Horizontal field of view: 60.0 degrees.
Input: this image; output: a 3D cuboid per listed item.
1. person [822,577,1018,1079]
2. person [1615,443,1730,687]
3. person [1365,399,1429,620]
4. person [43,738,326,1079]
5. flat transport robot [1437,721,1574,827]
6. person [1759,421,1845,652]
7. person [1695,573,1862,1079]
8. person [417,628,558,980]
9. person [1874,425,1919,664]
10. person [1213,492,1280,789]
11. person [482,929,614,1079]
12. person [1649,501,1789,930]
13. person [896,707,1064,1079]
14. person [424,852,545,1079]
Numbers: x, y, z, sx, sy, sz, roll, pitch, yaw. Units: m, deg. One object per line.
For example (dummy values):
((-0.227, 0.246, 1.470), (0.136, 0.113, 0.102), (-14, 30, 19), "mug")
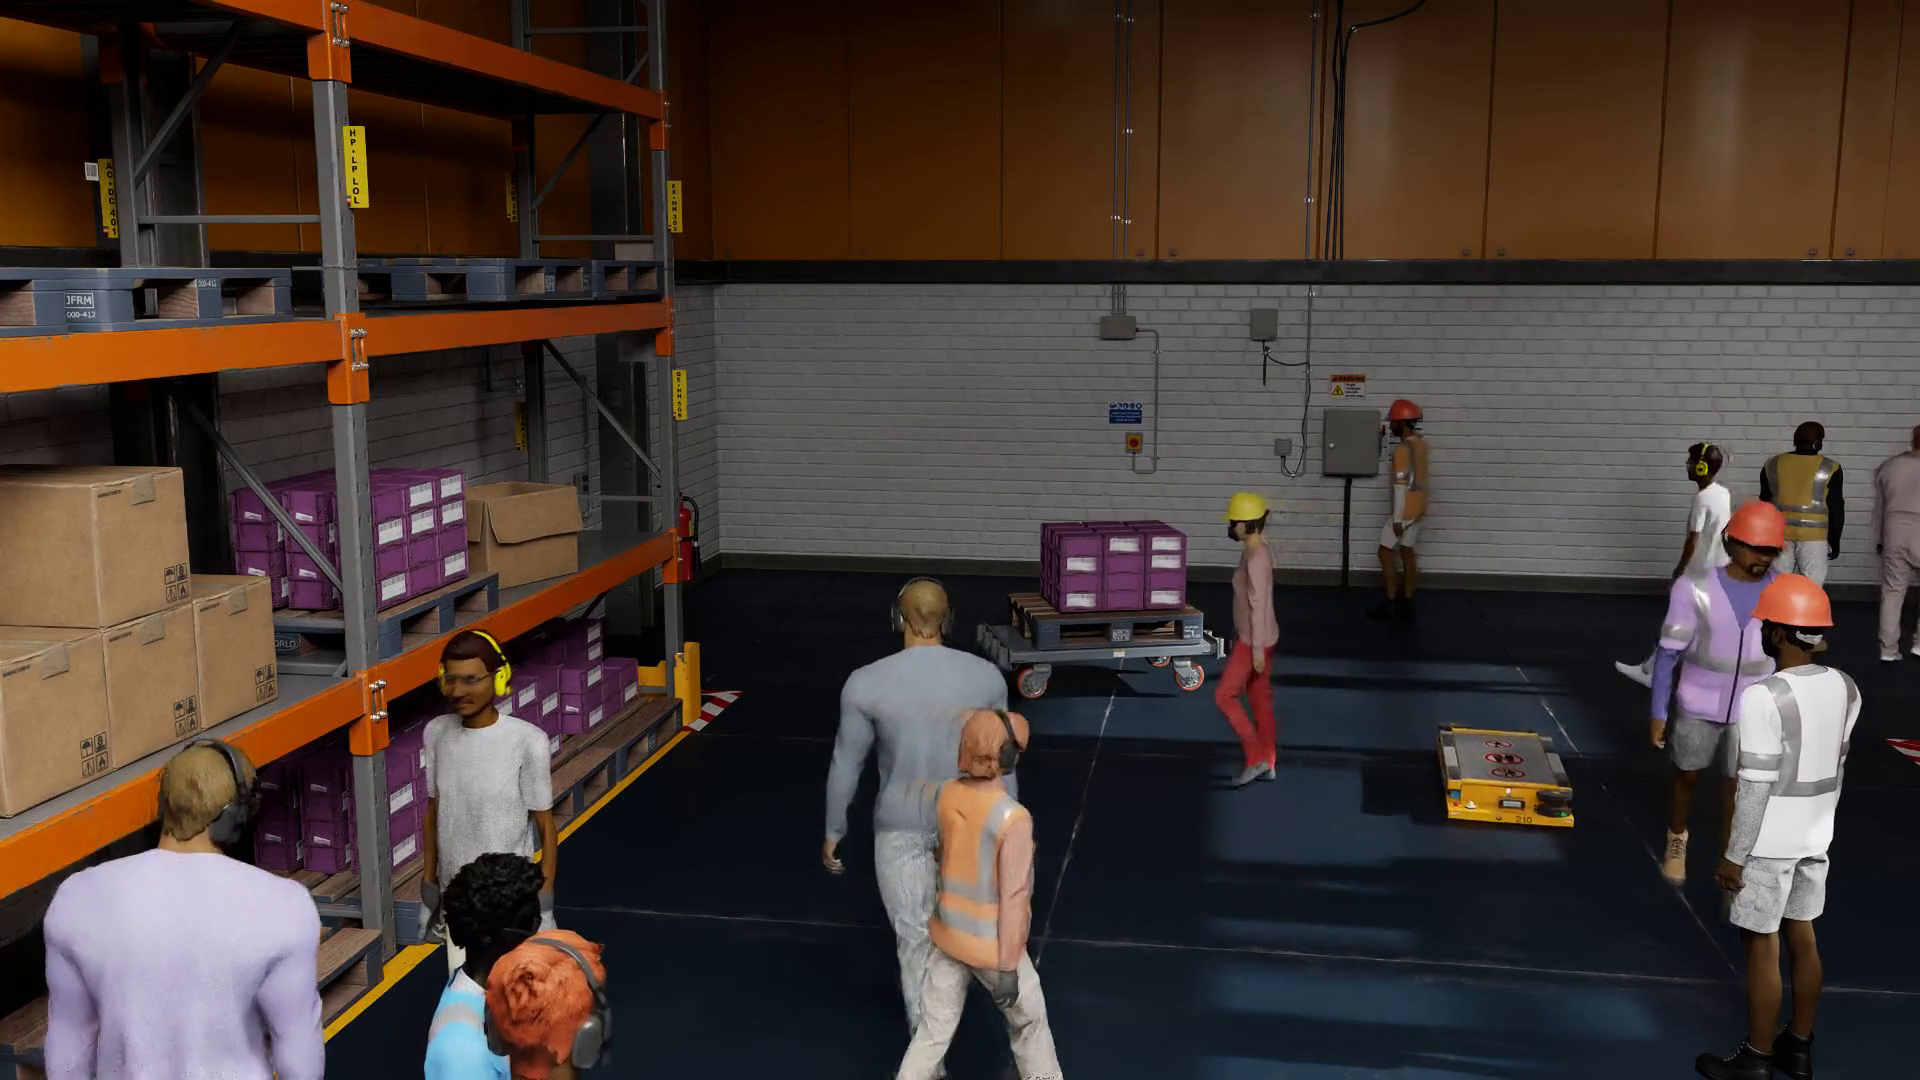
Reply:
((-0.167, 1.080, 6.336), (0.706, 1.868, 1.033), (-3, 10, -19), "person")
((5.195, 0.220, 11.816), (0.961, 1.817, 0.551), (8, 12, 39), "person")
((3.820, -0.261, 14.451), (0.452, 1.927, 0.565), (8, 12, 39), "person")
((-1.862, 1.439, 4.000), (0.662, 1.918, 0.540), (-1, 9, -8), "person")
((3.144, 1.340, 9.673), (0.652, 0.197, 1.431), (2, 10, 13), "flat transport robot")
((6.719, -0.030, 13.291), (0.429, 1.842, 0.636), (-9, 13, -44), "person")
((3.010, 1.083, 6.135), (0.546, 1.938, 0.360), (-5, 10, -28), "person")
((-1.591, 1.211, 5.560), (0.532, 1.869, 0.319), (3, 10, 18), "person")
((7.358, 0.027, 12.784), (0.506, 1.891, 0.678), (-6, 11, -35), "person")
((1.700, 0.591, 9.758), (0.411, 1.754, 0.541), (2, 9, 14), "person")
((-0.712, 1.619, 2.992), (0.583, 1.882, 0.337), (1, 9, 7), "person")
((3.599, 0.787, 7.859), (0.697, 1.979, 1.087), (2, 9, 12), "person")
((0.060, 1.347, 5.589), (0.882, 1.585, 0.524), (-7, 12, -38), "person")
((-1.094, 1.560, 3.945), (0.319, 1.693, 0.532), (-1, 9, -6), "person")
